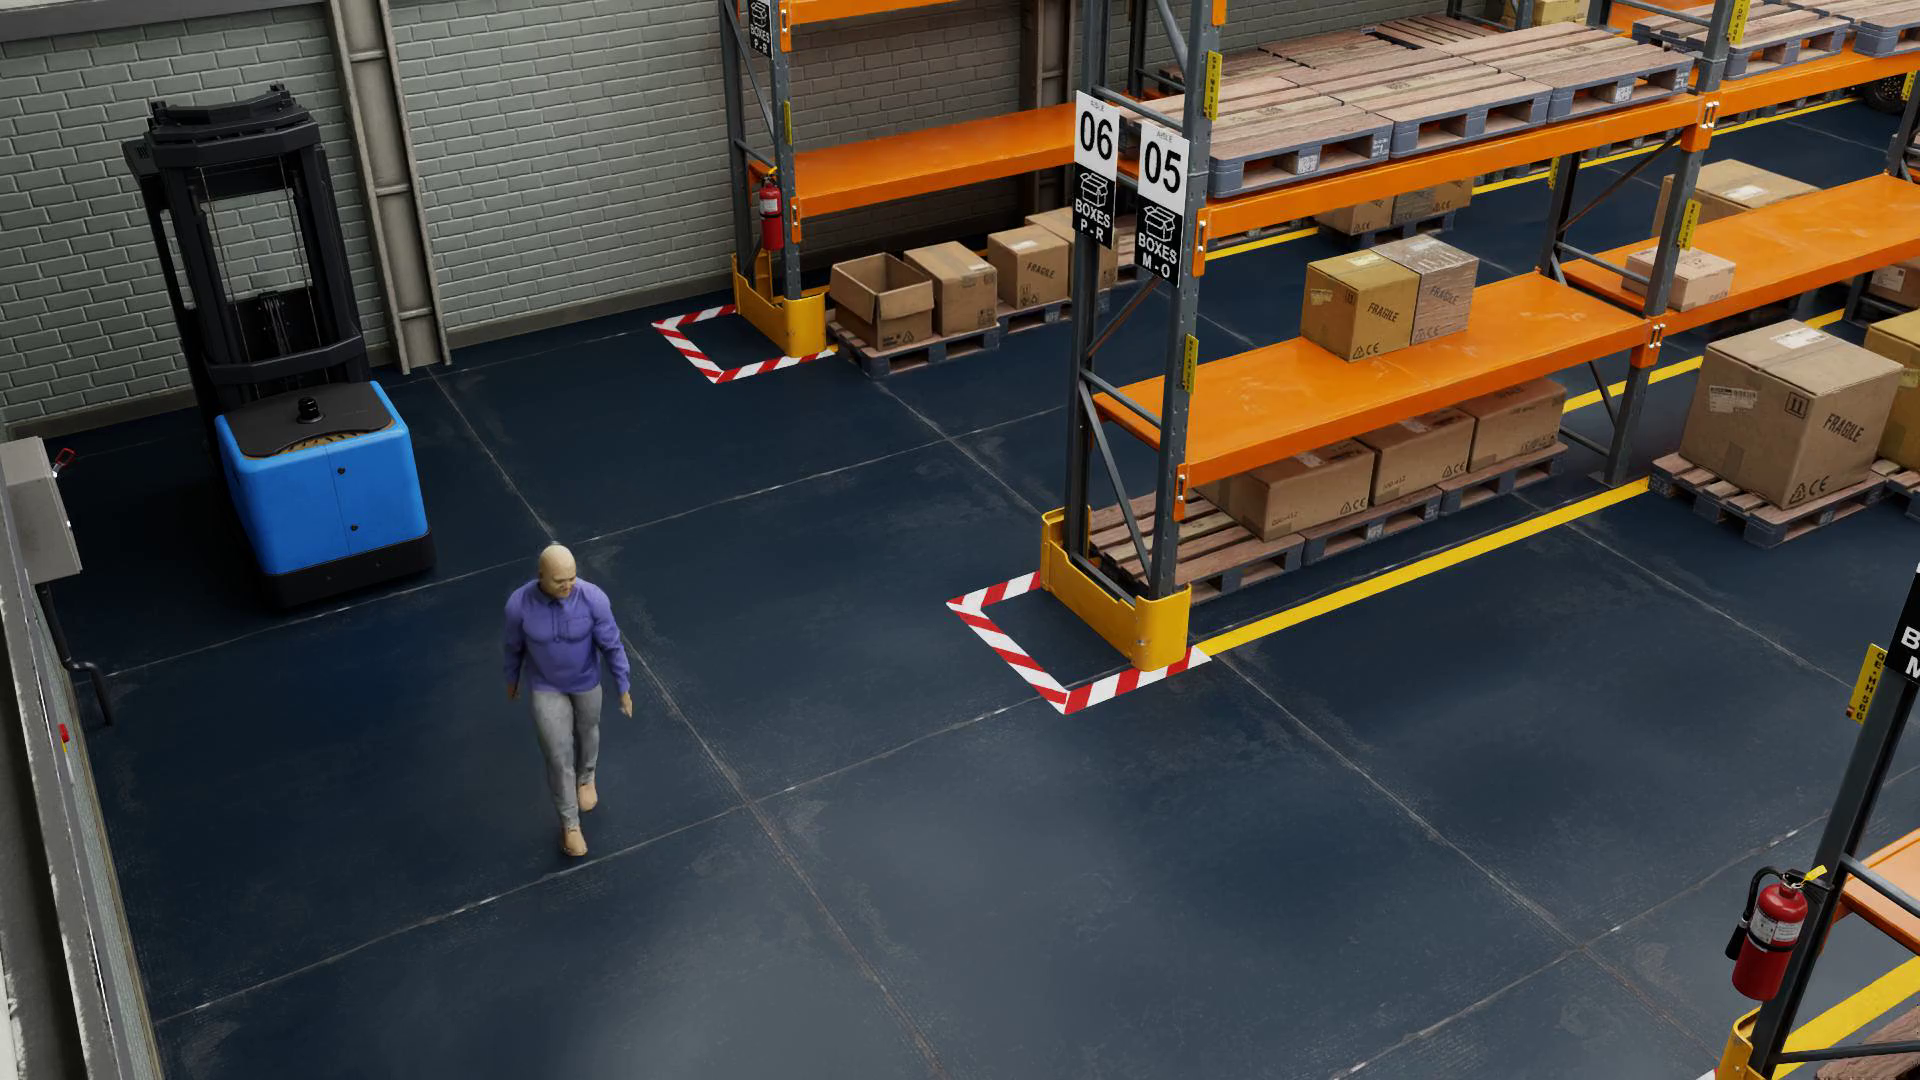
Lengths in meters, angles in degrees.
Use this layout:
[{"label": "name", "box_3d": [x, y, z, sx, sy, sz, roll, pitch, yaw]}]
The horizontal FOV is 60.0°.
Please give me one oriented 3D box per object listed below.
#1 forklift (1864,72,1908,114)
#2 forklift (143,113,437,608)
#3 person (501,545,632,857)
[{"label": "forklift", "box_3d": [11.468, -5.645, 18.244, 1.214, 2.155, 2.313, -17, 36, -26]}, {"label": "forklift", "box_3d": [-4.289, -1.259, 10.509, 1.129, 2.768, 1.873, -17, 36, -26]}, {"label": "person", "box_3d": [-1.959, 0.749, 8.312, 0.615, 1.756, 0.801, -9, 33, -14]}]
